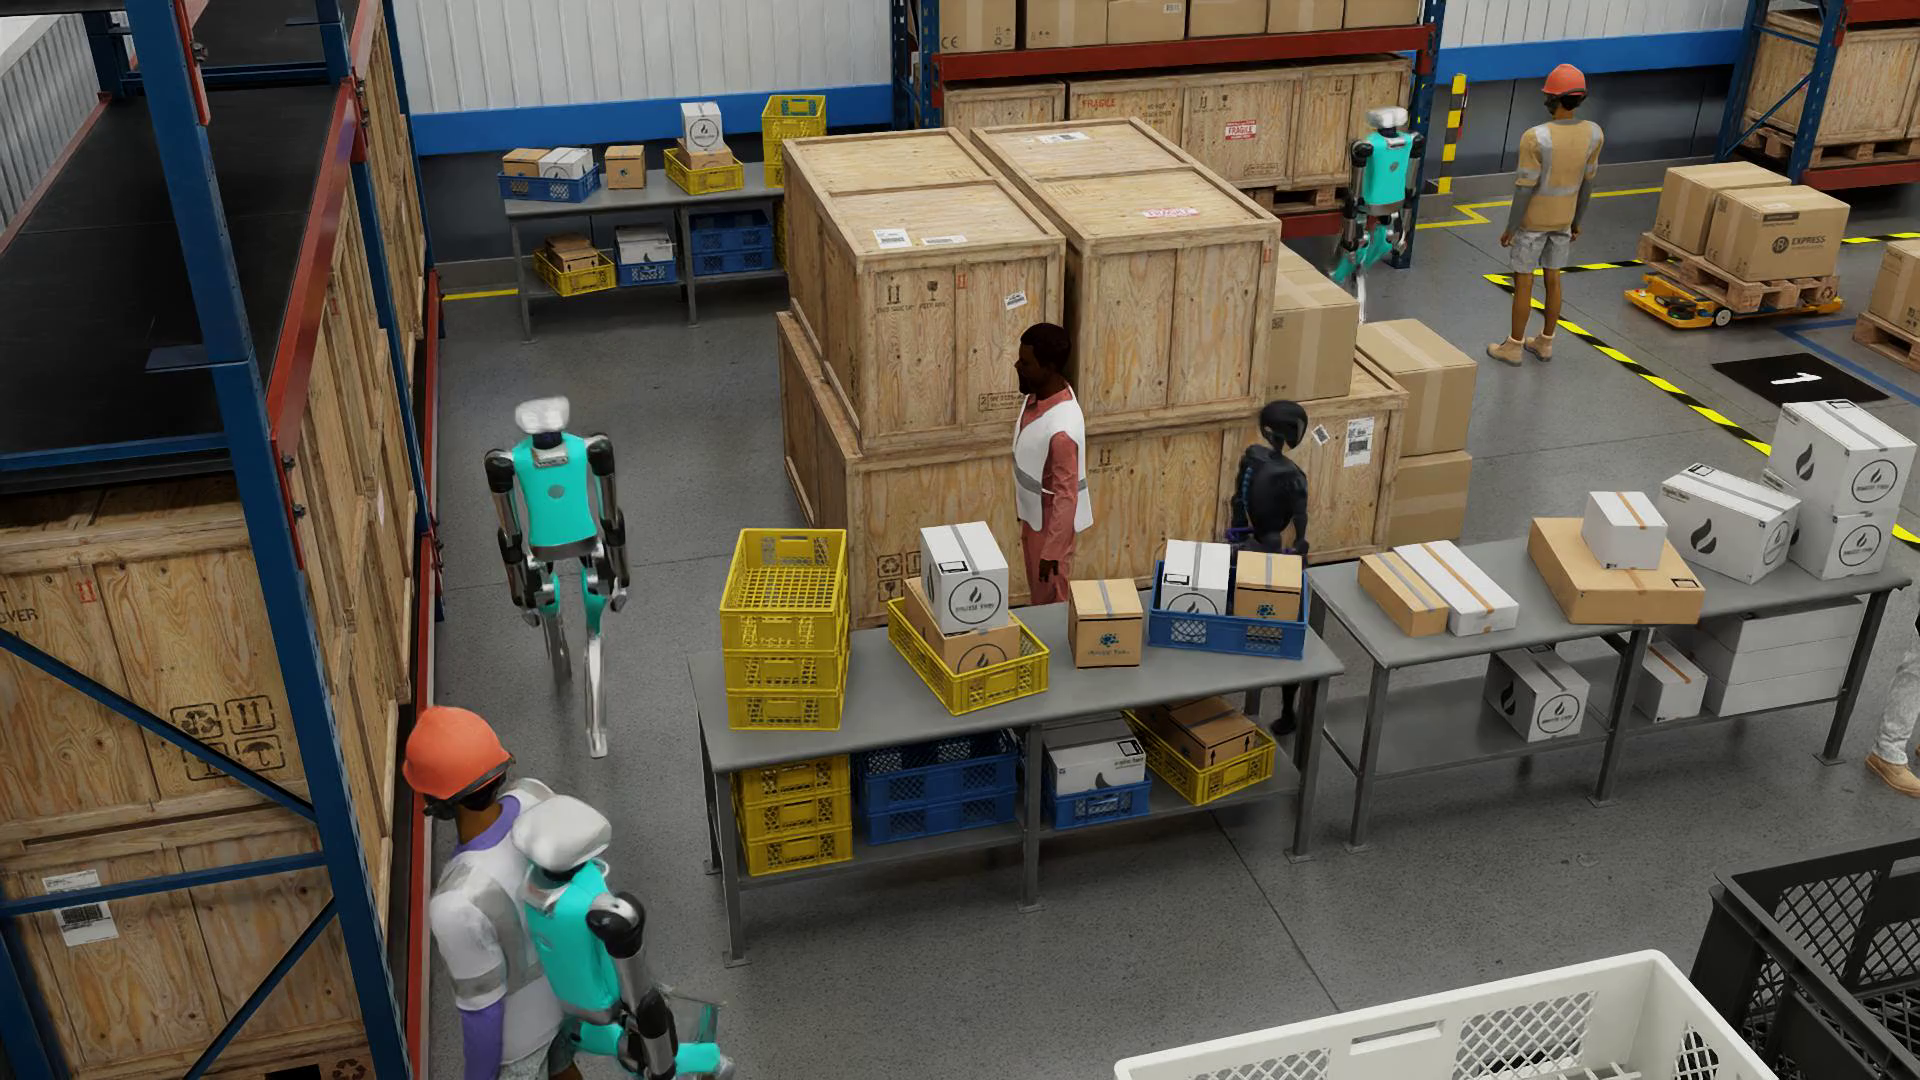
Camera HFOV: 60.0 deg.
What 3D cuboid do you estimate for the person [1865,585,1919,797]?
[{"bbox_3d":[4.307,0.249,7.046,0.622,1.837,0.429,-10,30,-18],"label":"person"}]

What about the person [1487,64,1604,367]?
[{"bbox_3d":[3.933,-2.172,11.224,0.614,2.040,0.379,-9,30,-16],"label":"person"}]

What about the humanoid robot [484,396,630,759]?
[{"bbox_3d":[-1.797,0.058,7.508,0.547,1.782,0.927,-9,30,-15],"label":"humanoid robot"}]

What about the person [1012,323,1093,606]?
[{"bbox_3d":[0.396,-0.084,7.558,0.392,1.920,0.587,-4,29,-7],"label":"person"}]

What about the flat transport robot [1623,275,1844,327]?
[{"bbox_3d":[5.793,-1.853,12.450,1.431,0.197,0.652,-8,30,-13],"label":"flat transport robot"}]

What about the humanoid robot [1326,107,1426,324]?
[{"bbox_3d":[2.752,-2.142,11.575,0.554,1.877,0.817,-10,30,-17],"label":"humanoid robot"}]

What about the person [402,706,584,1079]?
[{"bbox_3d":[-1.315,1.352,4.830,0.391,2.040,0.607,5,29,9],"label":"person"}]

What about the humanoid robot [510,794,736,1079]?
[{"bbox_3d":[-0.961,1.392,5.018,0.543,1.737,0.761,17,33,28],"label":"humanoid robot"}]

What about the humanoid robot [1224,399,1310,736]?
[{"bbox_3d":[1.321,0.160,7.421,0.679,1.639,0.612,-11,31,-19],"label":"humanoid robot"}]
